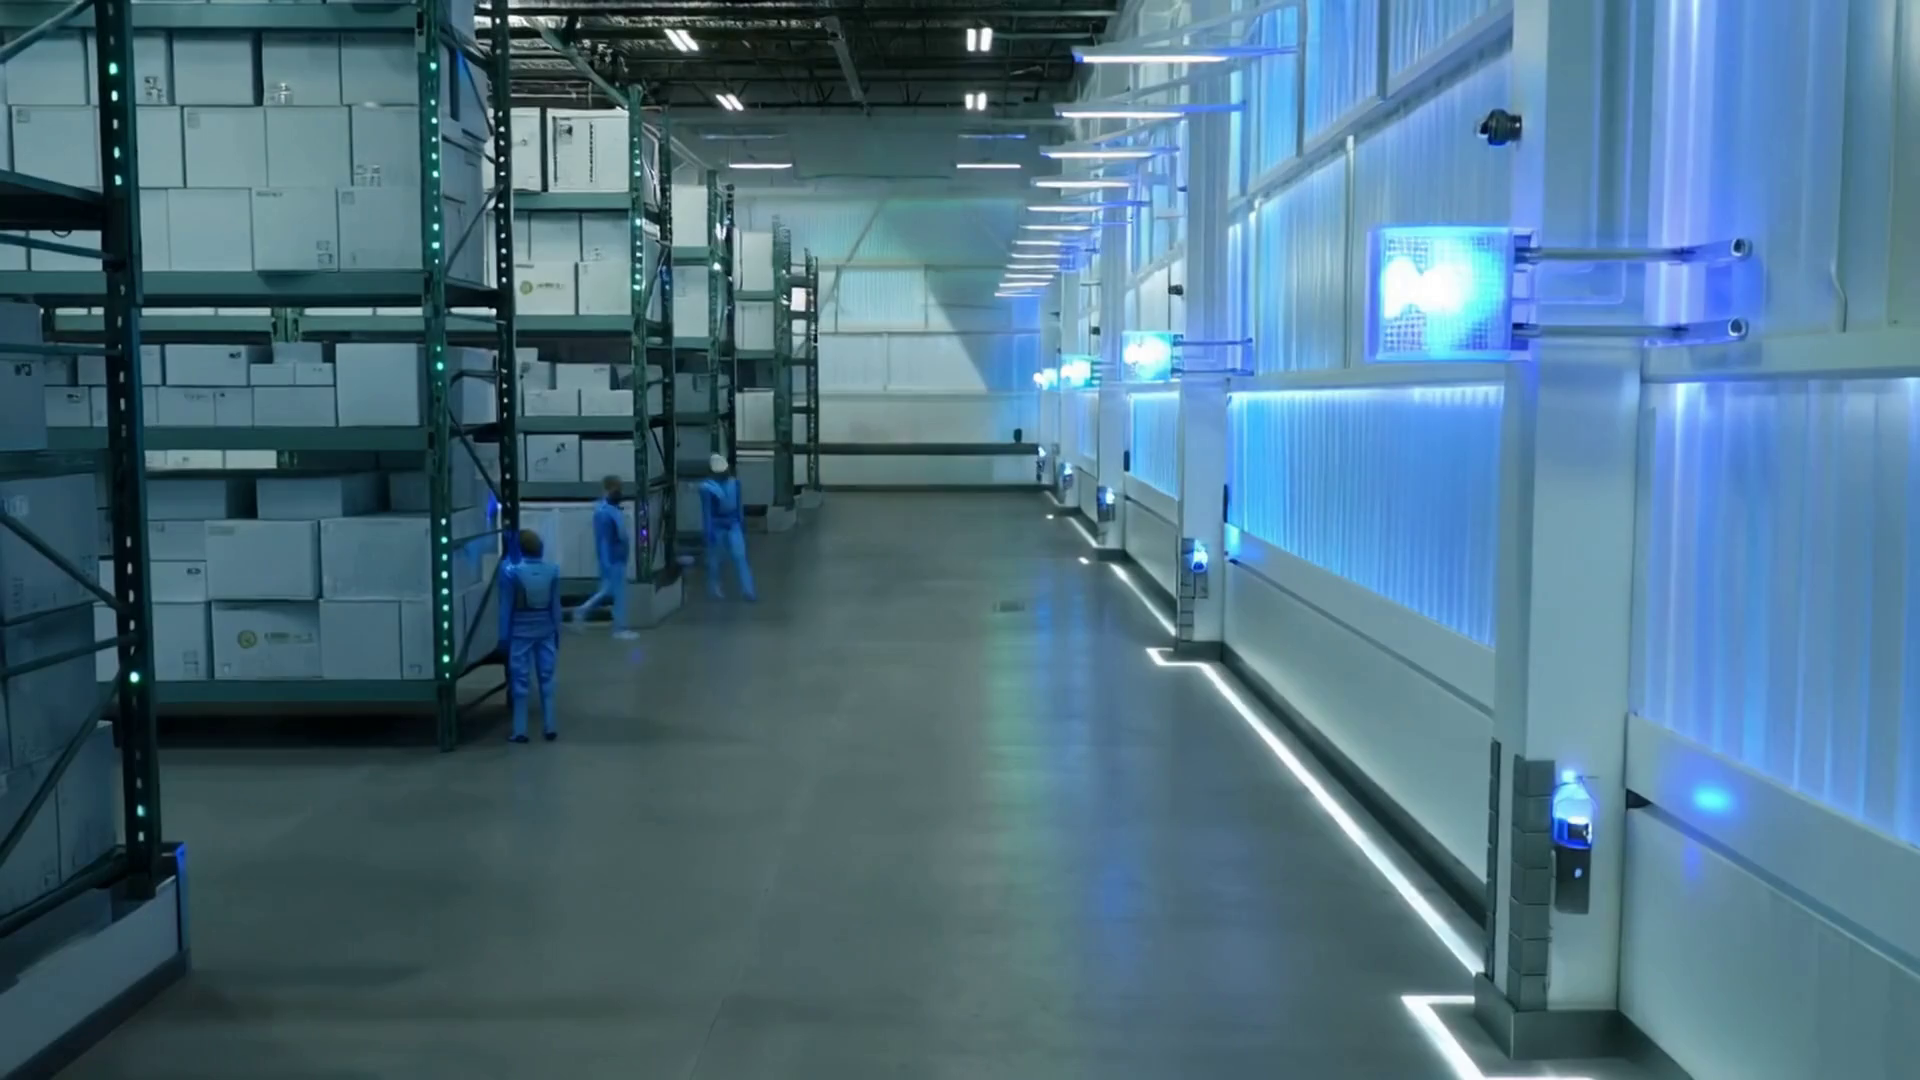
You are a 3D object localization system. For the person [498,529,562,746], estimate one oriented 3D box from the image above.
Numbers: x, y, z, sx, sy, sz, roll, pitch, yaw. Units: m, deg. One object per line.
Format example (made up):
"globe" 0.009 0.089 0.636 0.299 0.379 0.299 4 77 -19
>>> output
"person" -3.232 0.736 12.548 0.518 1.632 0.314 -4 7 -42

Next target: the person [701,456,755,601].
"person" -2.996 -0.146 21.416 0.647 1.875 0.970 -4 6 -36

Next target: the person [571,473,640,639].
"person" -3.846 0.177 18.011 0.690 1.811 0.604 0 5 -2

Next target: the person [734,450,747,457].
"person" -5.789 -2.003 43.916 0.809 1.721 0.569 2 5 23
